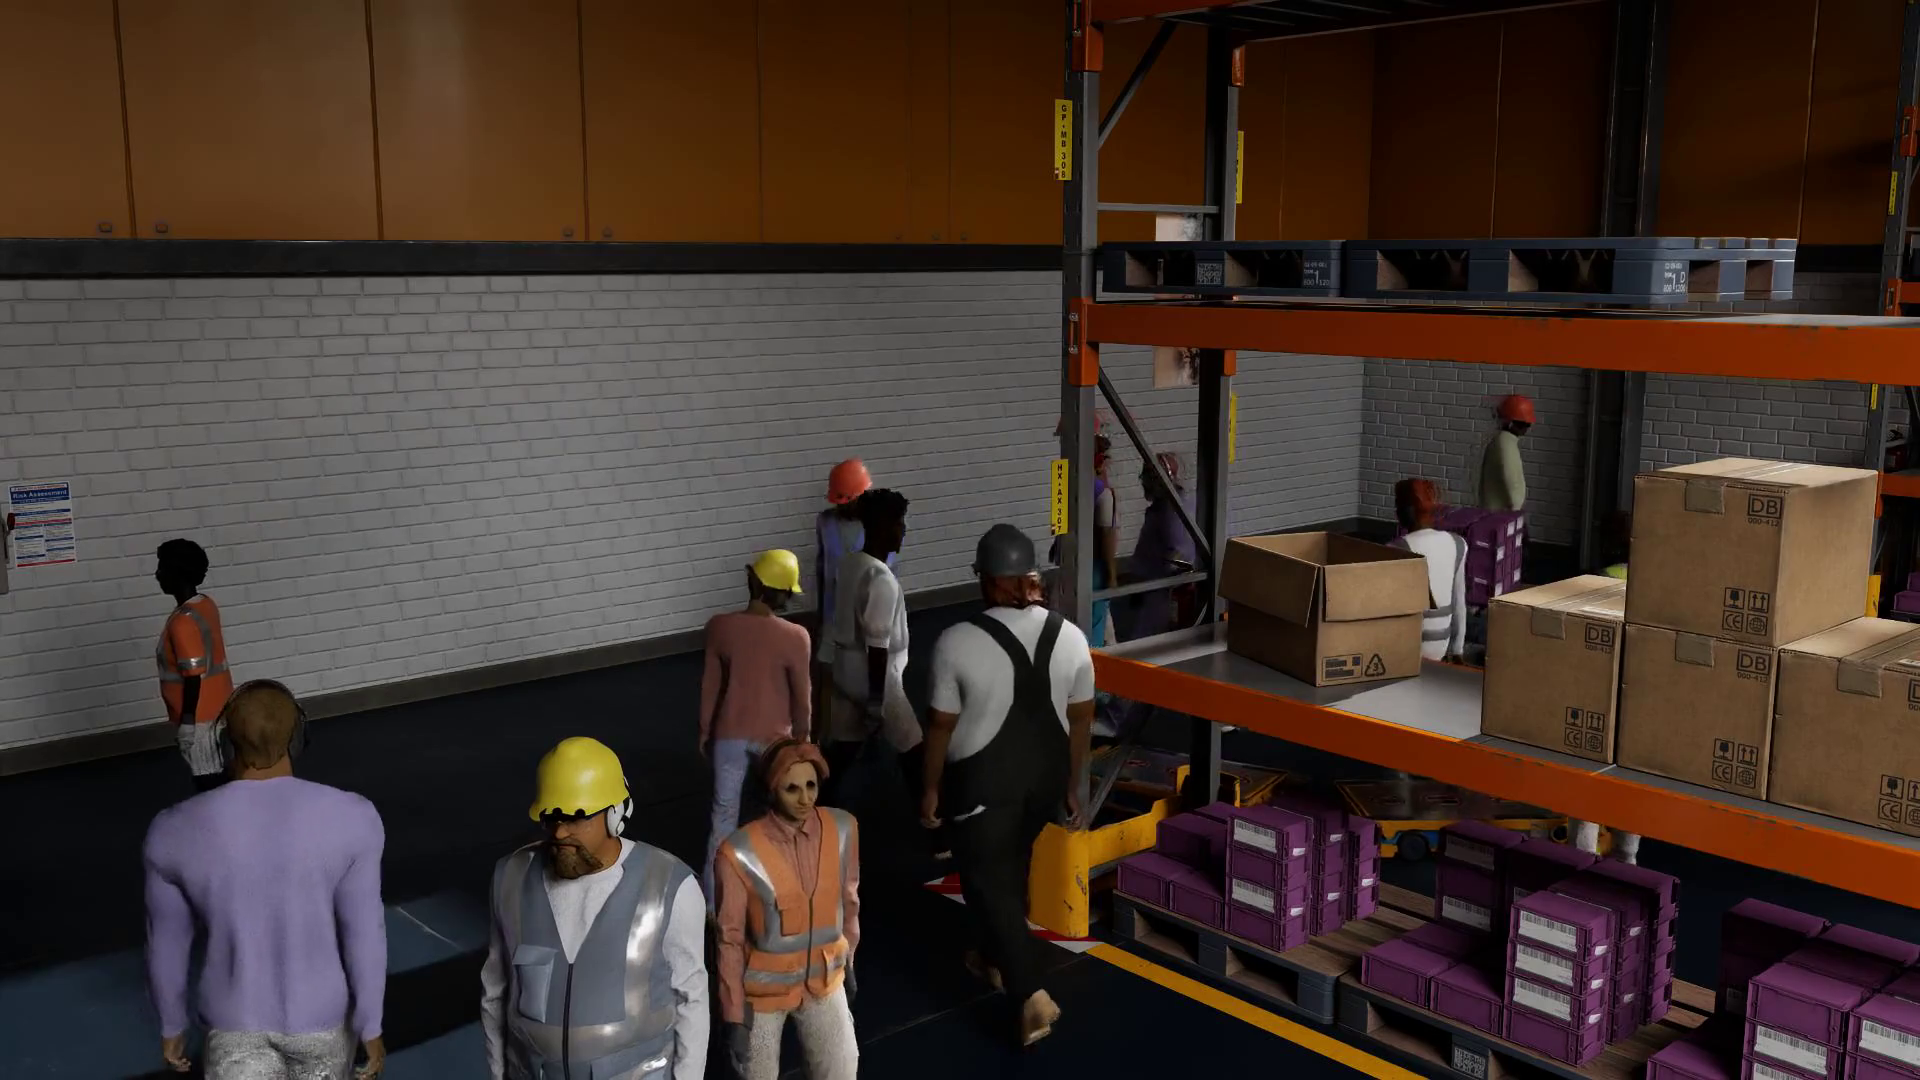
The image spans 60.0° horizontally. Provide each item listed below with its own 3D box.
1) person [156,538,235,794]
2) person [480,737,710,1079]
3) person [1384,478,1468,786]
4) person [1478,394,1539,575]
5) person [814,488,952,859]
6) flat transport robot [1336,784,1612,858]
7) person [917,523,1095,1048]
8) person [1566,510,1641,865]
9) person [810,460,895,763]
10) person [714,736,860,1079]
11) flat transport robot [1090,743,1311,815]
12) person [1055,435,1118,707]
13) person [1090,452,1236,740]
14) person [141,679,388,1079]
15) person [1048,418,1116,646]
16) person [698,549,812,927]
[{"bbox_3d":[-3.669,0.832,8.012,0.321,1.696,0.537,-2,10,-14],"label":"person"},{"bbox_3d":[-0.954,1.395,4.318,0.600,1.831,0.404,1,10,6],"label":"person"},{"bbox_3d":[2.441,0.589,8.929,0.606,1.872,0.432,-4,11,-24],"label":"person"},{"bbox_3d":[4.316,-0.185,13.200,0.525,1.958,0.619,3,10,19],"label":"person"},{"bbox_3d":[-0.381,0.684,8.259,0.969,1.919,0.615,-5,11,-28],"label":"person"},{"bbox_3d":[2.582,1.437,8.638,1.431,0.197,0.652,0,10,-1],"label":"flat transport robot"},{"bbox_3d":[0.206,0.913,6.534,0.678,2.000,0.956,-5,11,-29],"label":"person"},{"bbox_3d":[3.118,0.777,7.983,0.640,1.836,0.429,-4,11,-24],"label":"person"},{"bbox_3d":[-0.648,0.458,9.680,0.594,1.867,0.886,3,10,19],"label":"person"},{"bbox_3d":[-0.463,1.393,4.978,0.535,1.607,0.743,-6,12,-34],"label":"person"},{"bbox_3d":[1.153,1.353,9.133,1.431,0.197,0.652,6,11,32],"label":"flat transport robot"},{"bbox_3d":[0.854,0.209,11.244,0.390,1.839,0.564,-6,12,-32],"label":"person"},{"bbox_3d":[1.256,0.366,10.333,1.032,1.841,0.673,2,10,10],"label":"person"},{"bbox_3d":[-1.901,1.325,4.592,0.644,1.893,1.042,-3,10,-16],"label":"person"},{"bbox_3d":[0.741,0.051,11.813,0.904,1.960,0.629,1,10,3],"label":"person"},{"bbox_3d":[-0.939,0.897,7.543,0.552,1.729,0.443,2,10,14],"label":"person"}]
